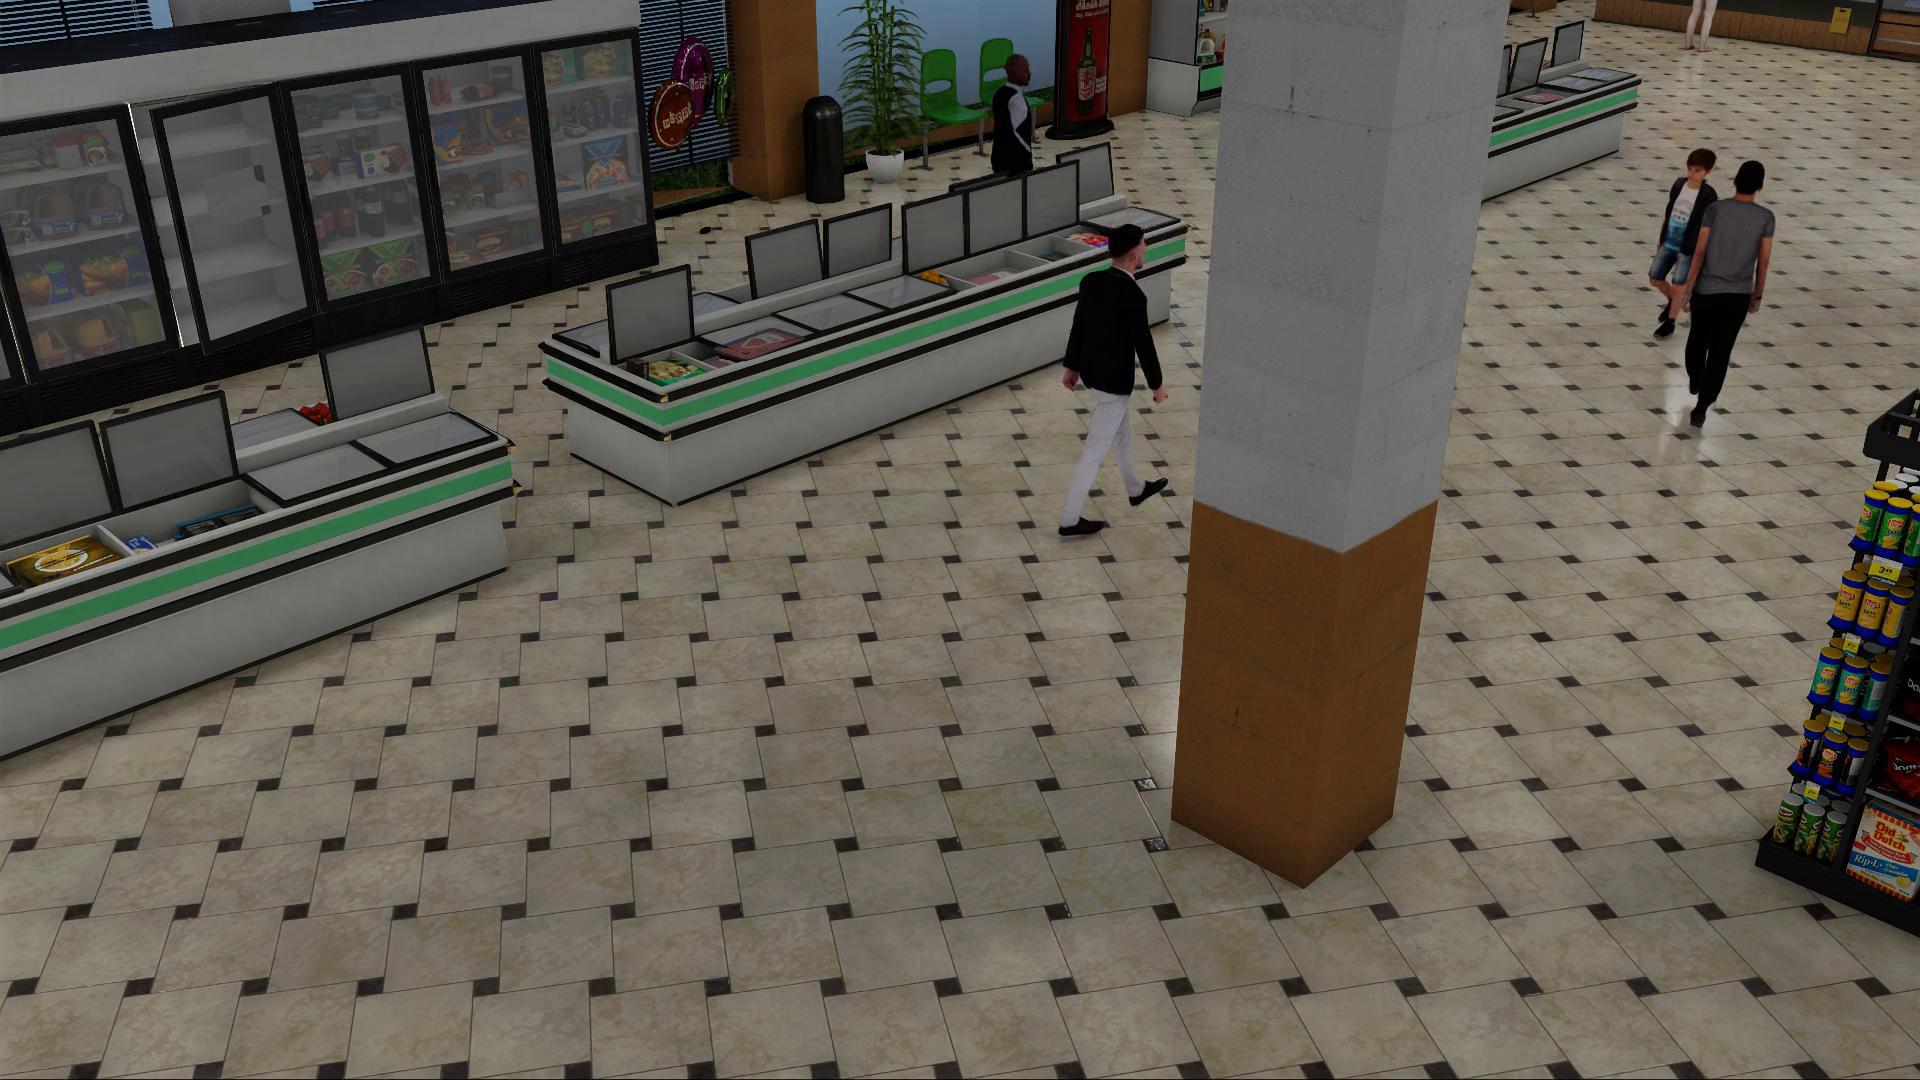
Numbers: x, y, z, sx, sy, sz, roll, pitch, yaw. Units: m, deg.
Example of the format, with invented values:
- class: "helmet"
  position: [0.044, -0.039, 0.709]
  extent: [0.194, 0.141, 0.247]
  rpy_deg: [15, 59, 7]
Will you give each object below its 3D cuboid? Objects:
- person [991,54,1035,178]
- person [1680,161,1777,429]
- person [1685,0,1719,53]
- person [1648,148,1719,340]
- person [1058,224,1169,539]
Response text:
- class: "person"
  position: [0.337, -3.132, 13.903]
  extent: [0.878, 1.811, 0.830]
  rpy_deg: [-8, 28, -16]
- class: "person"
  position: [5.007, -1.577, 10.961]
  extent: [0.853, 1.698, 1.232]
  rpy_deg: [13, 30, 24]
- class: "person"
  position: [10.275, -7.618, 22.843]
  extent: [0.555, 1.724, 0.628]
  rpy_deg: [-19, 33, -33]
- class: "person"
  position: [5.496, -2.251, 12.577]
  extent: [0.695, 1.439, 0.600]
  rpy_deg: [-17, 32, -30]
- class: "person"
  position: [0.751, -0.852, 9.418]
  extent: [1.164, 1.801, 0.883]
  rpy_deg: [-15, 30, -26]
